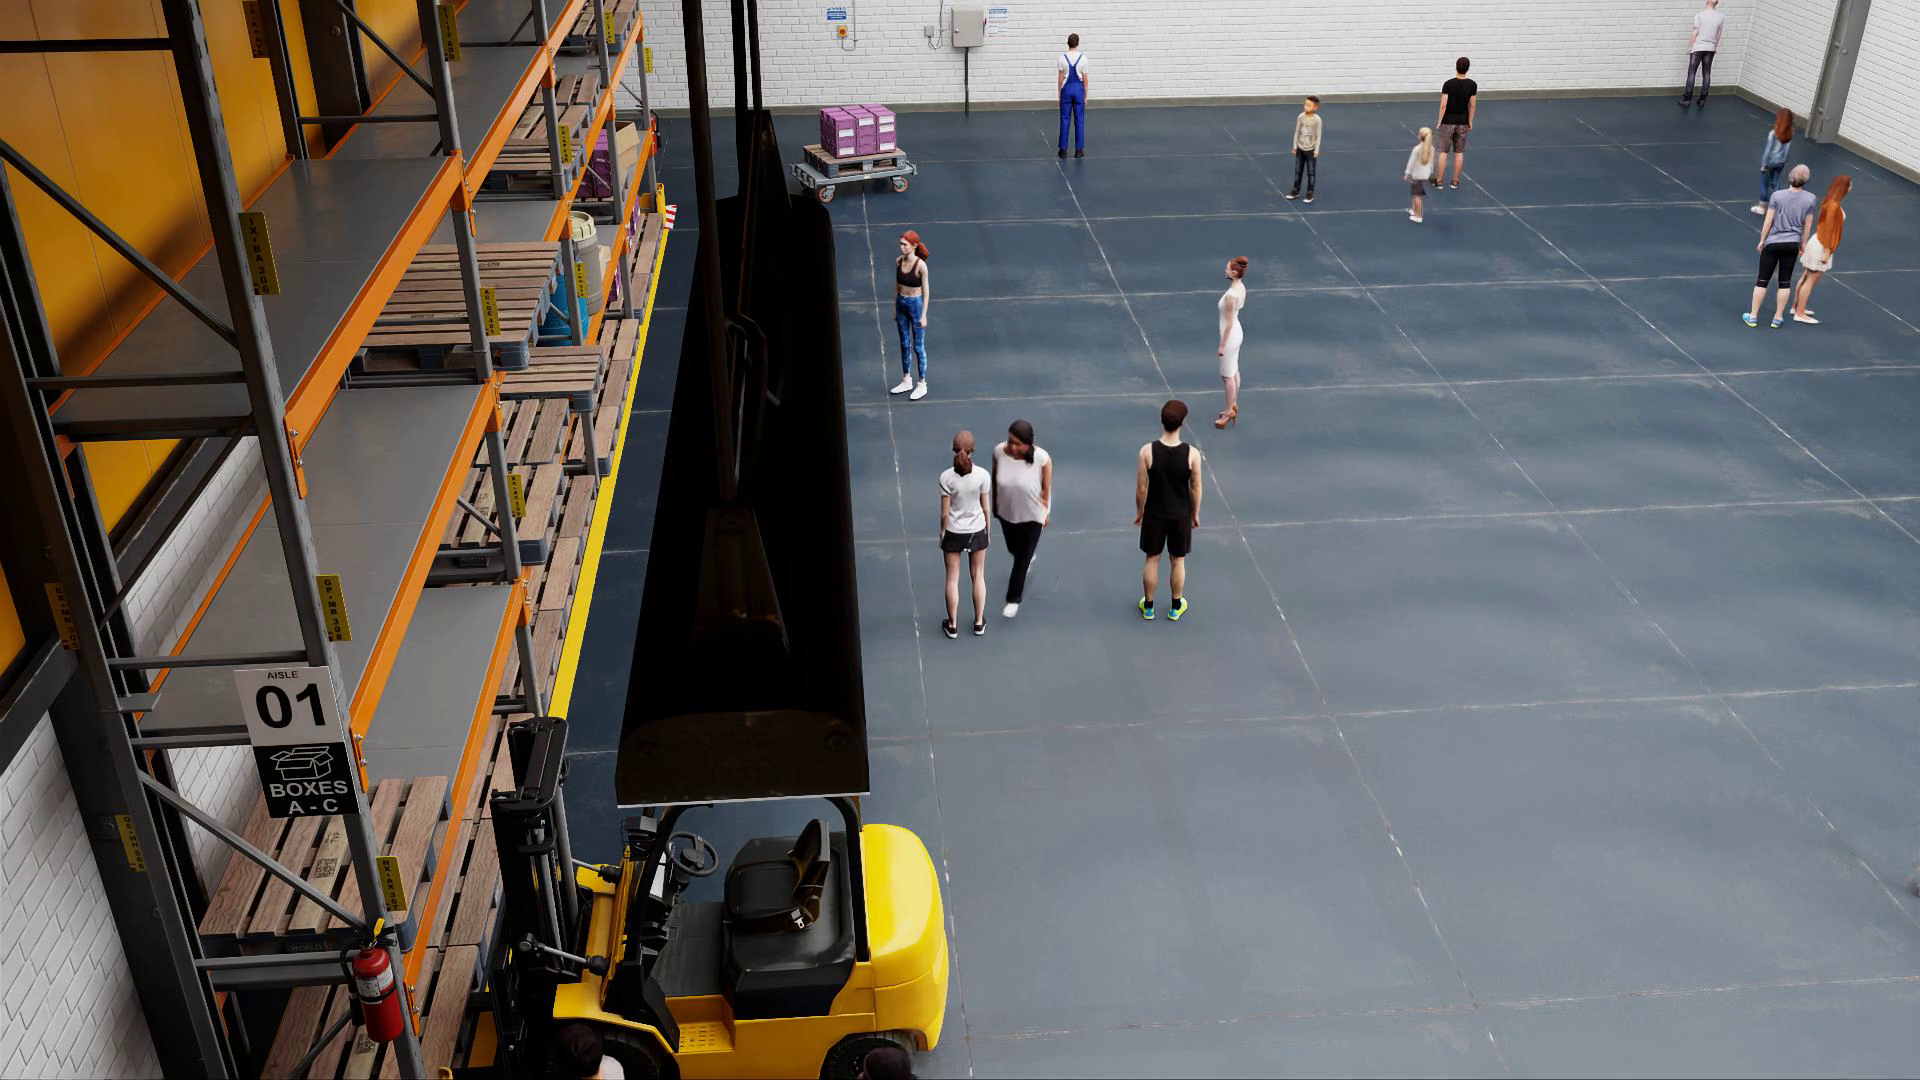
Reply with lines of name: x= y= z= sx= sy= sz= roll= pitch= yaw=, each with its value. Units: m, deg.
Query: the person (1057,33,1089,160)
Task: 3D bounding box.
person: x=1.696 y=-6.725 z=25.167 sx=0.655 sy=1.851 sz=0.605 roll=2 pitch=29 yaw=3

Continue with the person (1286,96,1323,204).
person: x=4.874 y=-5.494 z=23.316 sx=0.625 sy=1.462 sz=0.682 roll=21 pitch=35 yaw=34

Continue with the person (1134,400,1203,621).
person: x=1.646 y=-0.221 z=13.200 sx=0.720 sy=1.892 sz=0.659 roll=3 pitch=29 yaw=6

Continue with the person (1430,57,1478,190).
person: x=7.066 y=-5.961 z=23.755 sx=0.690 sy=1.862 sz=0.610 roll=1 pitch=29 yaw=1

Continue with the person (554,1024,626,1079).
person: x=-1.646 y=2.891 z=7.682 sx=0.690 sy=1.715 sz=0.510 roll=1 pitch=29 yaw=3

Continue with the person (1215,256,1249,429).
person: x=2.691 y=-1.968 z=16.507 sx=0.704 sy=1.793 sz=0.567 roll=10 pitch=30 yaw=18

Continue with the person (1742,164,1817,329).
person: x=9.358 y=-3.345 z=18.931 sx=0.730 sy=1.889 sz=0.707 roll=8 pitch=30 yaw=14

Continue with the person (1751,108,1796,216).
person: x=11.133 y=-5.118 z=22.622 sx=0.641 sy=1.468 sz=0.752 roll=-7 pitch=29 yaw=-13

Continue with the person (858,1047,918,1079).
person: x=-0.290 y=2.956 z=7.517 sx=0.748 sy=1.759 sz=0.572 roll=-5 pitch=29 yaw=-9

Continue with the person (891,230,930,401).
person: x=-0.506 y=-2.329 z=17.177 sx=0.675 sy=1.785 sz=0.732 roll=21 pitch=35 yaw=33

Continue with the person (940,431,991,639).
person: x=0.035 y=-0.041 z=13.017 sx=0.561 sy=1.752 sz=0.561 roll=-4 pitch=29 yaw=-7

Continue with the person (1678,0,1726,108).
person: x=12.488 y=-8.238 z=27.963 sx=0.662 sy=1.831 sz=0.587 roll=-1 pitch=29 yaw=-1

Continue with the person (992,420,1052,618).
person: x=0.517 y=-0.249 z=13.510 sx=1.052 sy=1.645 sz=1.266 roll=13 pitch=31 yaw=23

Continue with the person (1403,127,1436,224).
person: x=6.256 y=-4.917 z=22.472 sx=0.656 sy=1.258 sz=0.782 roll=-14 pitch=32 yaw=-24

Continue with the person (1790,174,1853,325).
person: x=9.909 y=-3.375 z=19.163 sx=0.763 sy=1.719 sz=0.627 roll=8 pitch=30 yaw=14
